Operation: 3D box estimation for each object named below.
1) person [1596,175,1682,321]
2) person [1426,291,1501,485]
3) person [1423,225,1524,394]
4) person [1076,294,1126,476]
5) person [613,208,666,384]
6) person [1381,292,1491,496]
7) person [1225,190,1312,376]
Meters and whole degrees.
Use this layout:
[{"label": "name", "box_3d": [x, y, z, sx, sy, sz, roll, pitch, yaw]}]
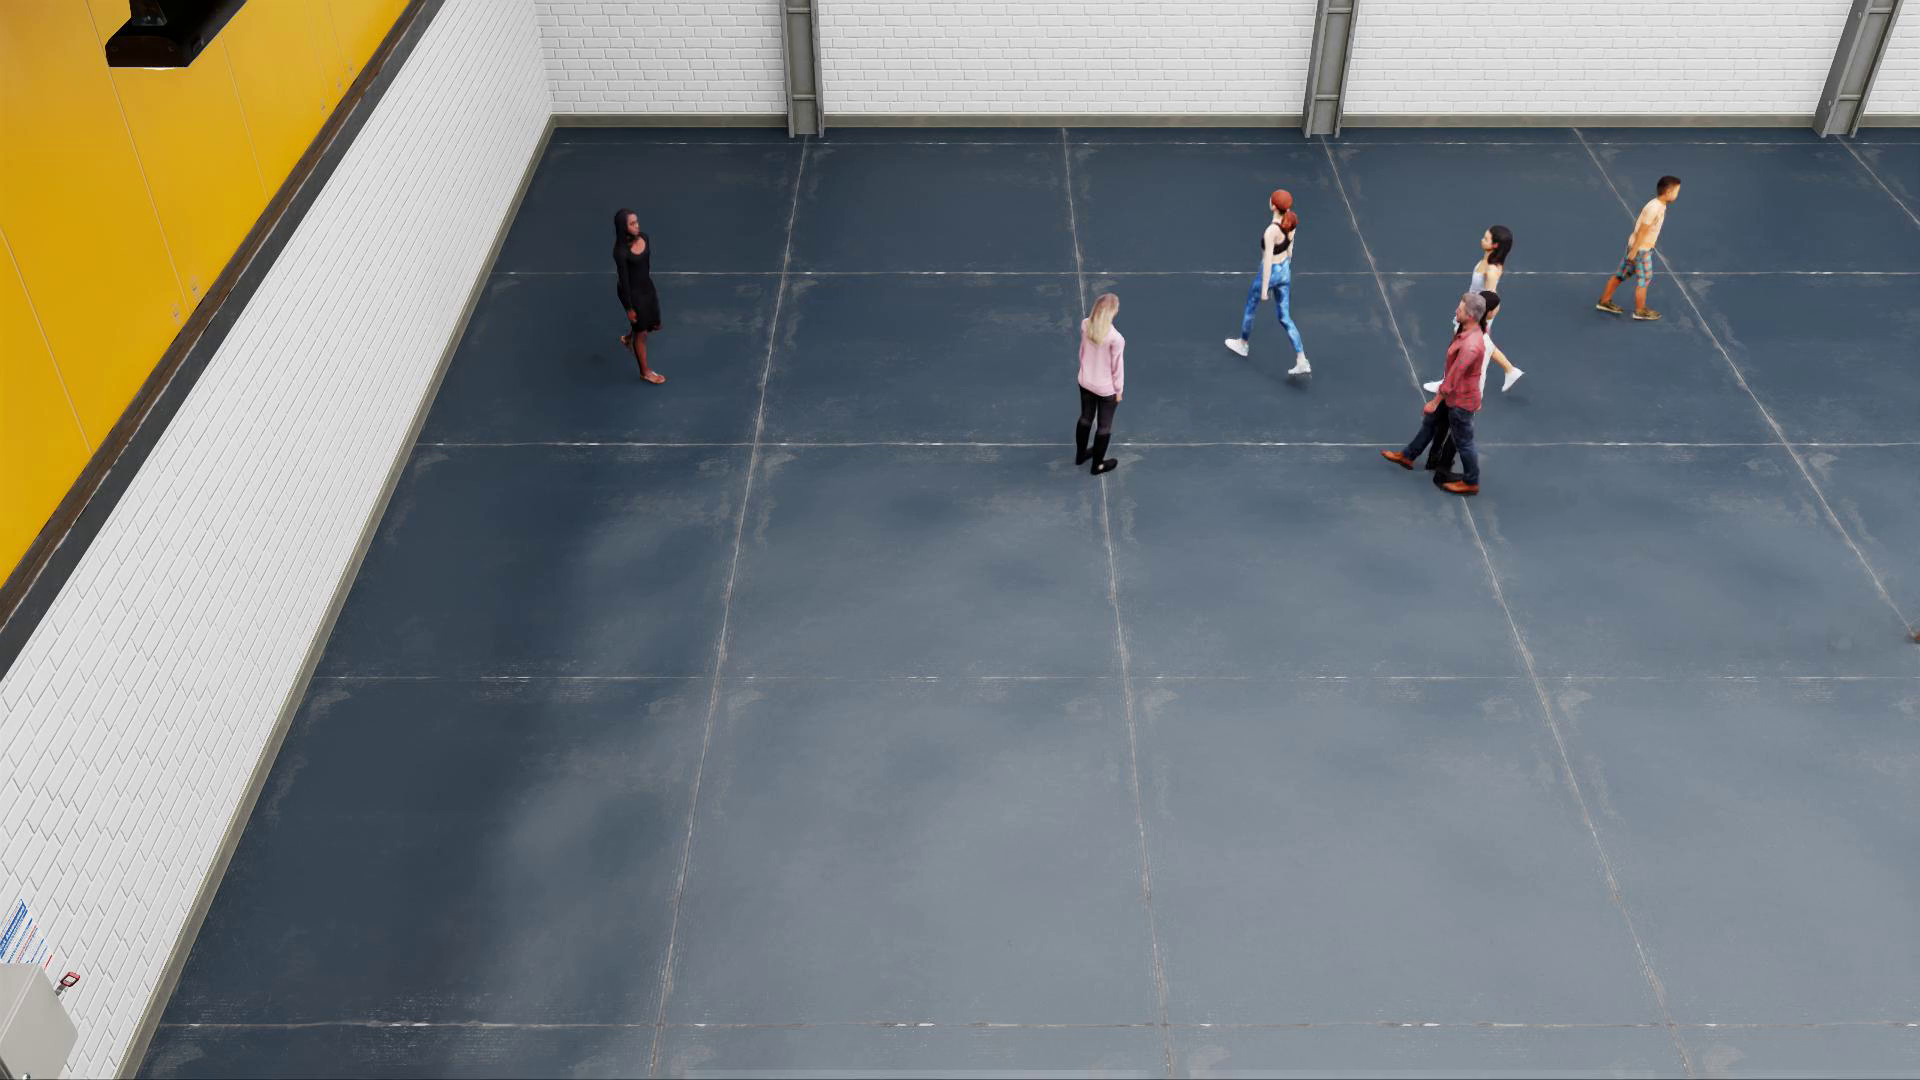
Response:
[{"label": "person", "box_3d": [6.395, -2.779, 15.803, 0.884, 1.426, 0.692, 18, 42, 21]}, {"label": "person", "box_3d": [4.086, -1.243, 13.577, 0.593, 1.805, 0.647, -6, 39, -8]}, {"label": "person", "box_3d": [4.633, -1.974, 14.569, 1.112, 1.709, 0.775, 9, 39, 11]}, {"label": "person", "box_3d": [1.138, -1.290, 13.732, 0.740, 1.684, 0.685, -30, 47, -32]}, {"label": "person", "box_3d": [-2.947, -2.188, 14.833, 0.878, 1.714, 0.787, 18, 42, 21]}, {"label": "person", "box_3d": [4.141, -1.135, 13.451, 1.185, 1.793, 0.928, 12, 40, 15]}, {"label": "person", "box_3d": [2.876, -2.253, 14.890, 1.166, 1.744, 1.147, -26, 45, -28]}]
